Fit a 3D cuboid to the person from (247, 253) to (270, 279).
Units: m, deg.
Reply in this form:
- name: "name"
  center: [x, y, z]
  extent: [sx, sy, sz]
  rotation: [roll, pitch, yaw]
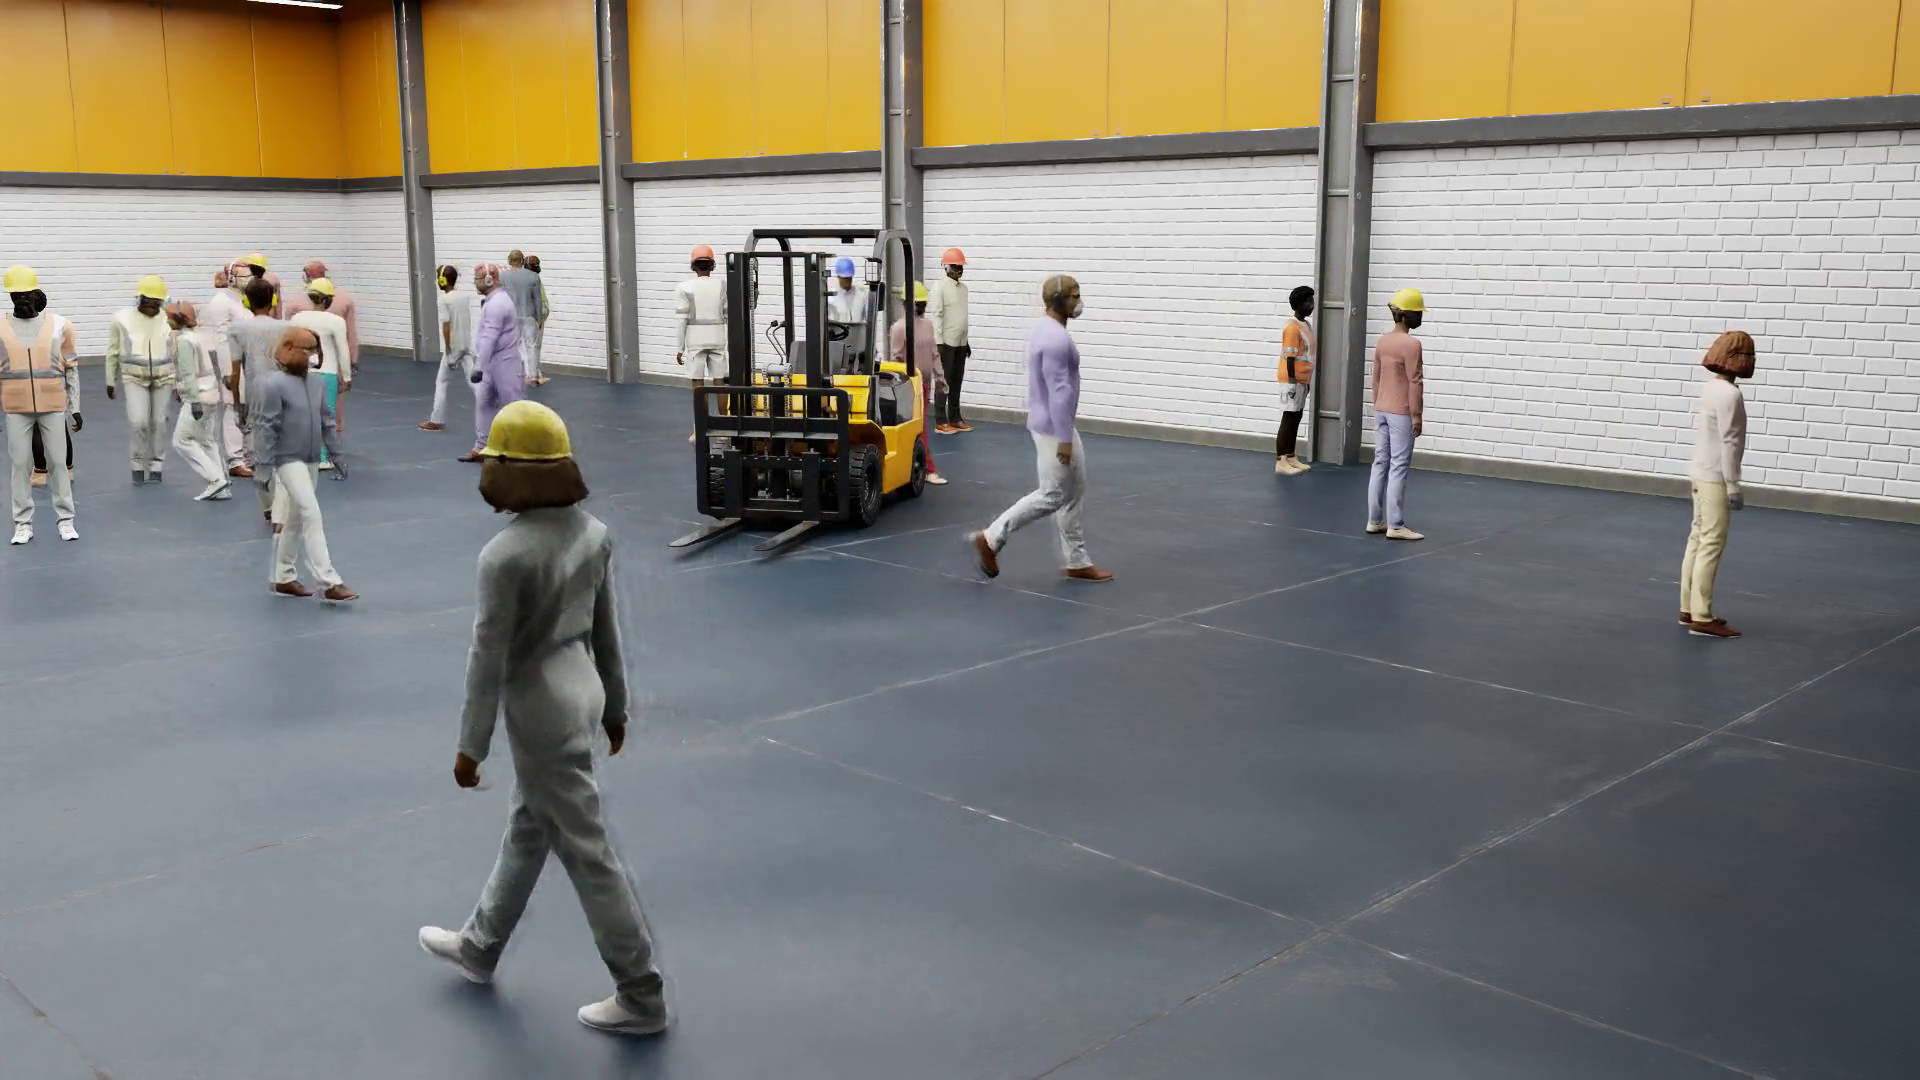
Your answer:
- name: "person"
  center: [-9.440, -2.888, 22.286]
  extent: [0.590, 1.892, 0.680]
  rotation: [-1, 10, -6]

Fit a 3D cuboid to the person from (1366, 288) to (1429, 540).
- name: "person"
  center: [3.109, -0.887, 11.733]
  extent: [0.328, 1.767, 0.532]
  rotation: [-3, 11, -17]

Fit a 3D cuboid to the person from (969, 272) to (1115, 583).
- name: "person"
  center: [0.512, -0.663, 10.110]
  extent: [0.827, 1.920, 0.637]
  rotation: [1, 10, 3]

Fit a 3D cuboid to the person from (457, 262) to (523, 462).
- name: "person"
  center: [-4.361, -1.605, 15.336]
  extent: [0.821, 1.872, 0.643]
  rotation: [-3, 11, -18]

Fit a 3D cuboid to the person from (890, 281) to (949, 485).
- name: "person"
  center: [-0.385, -1.373, 14.438]
  extent: [0.778, 1.735, 0.526]
  rotation: [7, 13, 35]

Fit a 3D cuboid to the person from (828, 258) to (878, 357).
- name: "person"
  center: [-1.271, -2.172, 18.420]
  extent: [0.598, 1.900, 1.023]
  rotation: [-4, 11, -22]

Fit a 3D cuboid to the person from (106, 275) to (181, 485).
- name: "person"
  center: [-6.925, -1.351, 14.207]
  extent: [0.640, 1.789, 0.531]
  rotation: [-7, 12, -32]

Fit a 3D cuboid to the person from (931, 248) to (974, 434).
- name: "person"
  center: [-0.076, -2.148, 17.981]
  extent: [0.384, 1.993, 0.622]
  rotation: [7, 12, 32]

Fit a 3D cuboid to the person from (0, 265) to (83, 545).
- name: "person"
  center: [-6.429, -0.935, 11.550]
  extent: [0.594, 1.926, 0.367]
  rotation: [-6, 12, -29]

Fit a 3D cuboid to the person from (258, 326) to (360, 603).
- name: "person"
  center: [-3.741, -0.427, 9.656]
  extent: [0.785, 1.598, 0.524]
  rotation: [3, 11, 15]

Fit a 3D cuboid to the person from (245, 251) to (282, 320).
- name: "person"
  center: [-9.805, -3.067, 23.239]
  extent: [0.643, 1.908, 0.410]
  rotation: [-8, 13, -36]

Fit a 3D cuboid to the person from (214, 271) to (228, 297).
- name: "person"
  center: [-10.534, -3.076, 24.054]
  extent: [0.492, 1.616, 0.514]
  rotation: [3, 11, 18]

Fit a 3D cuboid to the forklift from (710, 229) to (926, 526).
- name: "forklift"
  center: [-1.050, -1.319, 12.920]
  extent: [1.214, 2.155, 2.313]
  rotation: [2, 11, 13]

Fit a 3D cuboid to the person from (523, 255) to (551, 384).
- name: "person"
  center: [-6.127, -3.165, 23.944]
  extent: [0.429, 1.842, 0.633]
  rotation: [1, 10, 3]

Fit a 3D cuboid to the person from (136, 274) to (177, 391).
- name: "person"
  center: [-10.852, -2.782, 22.519]
  extent: [0.530, 1.600, 0.850]
  rotation: [0, 10, 0]

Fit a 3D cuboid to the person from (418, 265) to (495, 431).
- name: "person"
  center: [-5.451, -2.071, 18.066]
  extent: [0.989, 1.822, 0.533]
  rotation: [5, 11, 25]

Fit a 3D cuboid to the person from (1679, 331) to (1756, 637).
- name: "person"
  center: [4.069, -0.303, 8.929]
  extent: [0.282, 1.632, 0.501]
  rotation: [2, 11, 13]

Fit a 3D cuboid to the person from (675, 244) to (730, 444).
- name: "person"
  center: [-2.612, -1.999, 17.044]
  extent: [0.614, 2.038, 0.395]
  rotation: [-4, 11, -21]

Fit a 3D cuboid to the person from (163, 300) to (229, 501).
- name: "person"
  center: [-6.075, -1.089, 13.222]
  extent: [0.387, 1.617, 0.574]
  rotation: [-3, 11, -14]

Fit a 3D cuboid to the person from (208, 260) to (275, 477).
- name: "person"
  center: [-6.357, -1.521, 14.799]
  extent: [0.405, 1.911, 0.636]
  rotation: [1, 10, 6]

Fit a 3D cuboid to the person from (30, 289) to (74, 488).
- name: "person"
  center: [-7.816, -1.294, 14.140]
  extent: [0.316, 1.696, 0.540]
  rotation: [5, 12, 27]

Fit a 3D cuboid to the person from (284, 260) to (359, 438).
- name: "person"
  center: [-6.261, -1.772, 16.221]
  extent: [0.673, 1.881, 0.785]
  rotation: [-7, 13, -34]

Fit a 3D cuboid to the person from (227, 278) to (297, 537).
- name: "person"
  center: [-4.992, -0.973, 12.051]
  extent: [0.494, 1.817, 0.949]
  rotation: [-3, 11, -17]

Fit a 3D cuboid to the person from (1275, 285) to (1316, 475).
- name: "person"
  center: [3.009, -1.427, 14.887]
  extent: [0.322, 1.689, 0.530]
  rotation: [5, 11, 25]

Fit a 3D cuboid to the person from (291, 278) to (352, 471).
- name: "person"
  center: [-5.829, -1.508, 15.176]
  extent: [0.549, 1.740, 0.514]
  rotation: [2, 11, 9]

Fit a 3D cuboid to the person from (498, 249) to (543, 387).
- name: "person"
  center: [-6.182, -3.105, 23.369]
  extent: [0.627, 1.934, 0.370]
  rotation: [-3, 11, -17]

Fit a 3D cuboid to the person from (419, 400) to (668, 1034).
- name: "person"
  center: [-1.162, 0.472, 4.487]
  extent: [0.889, 1.687, 0.505]
  rotation: [4, 11, 21]
